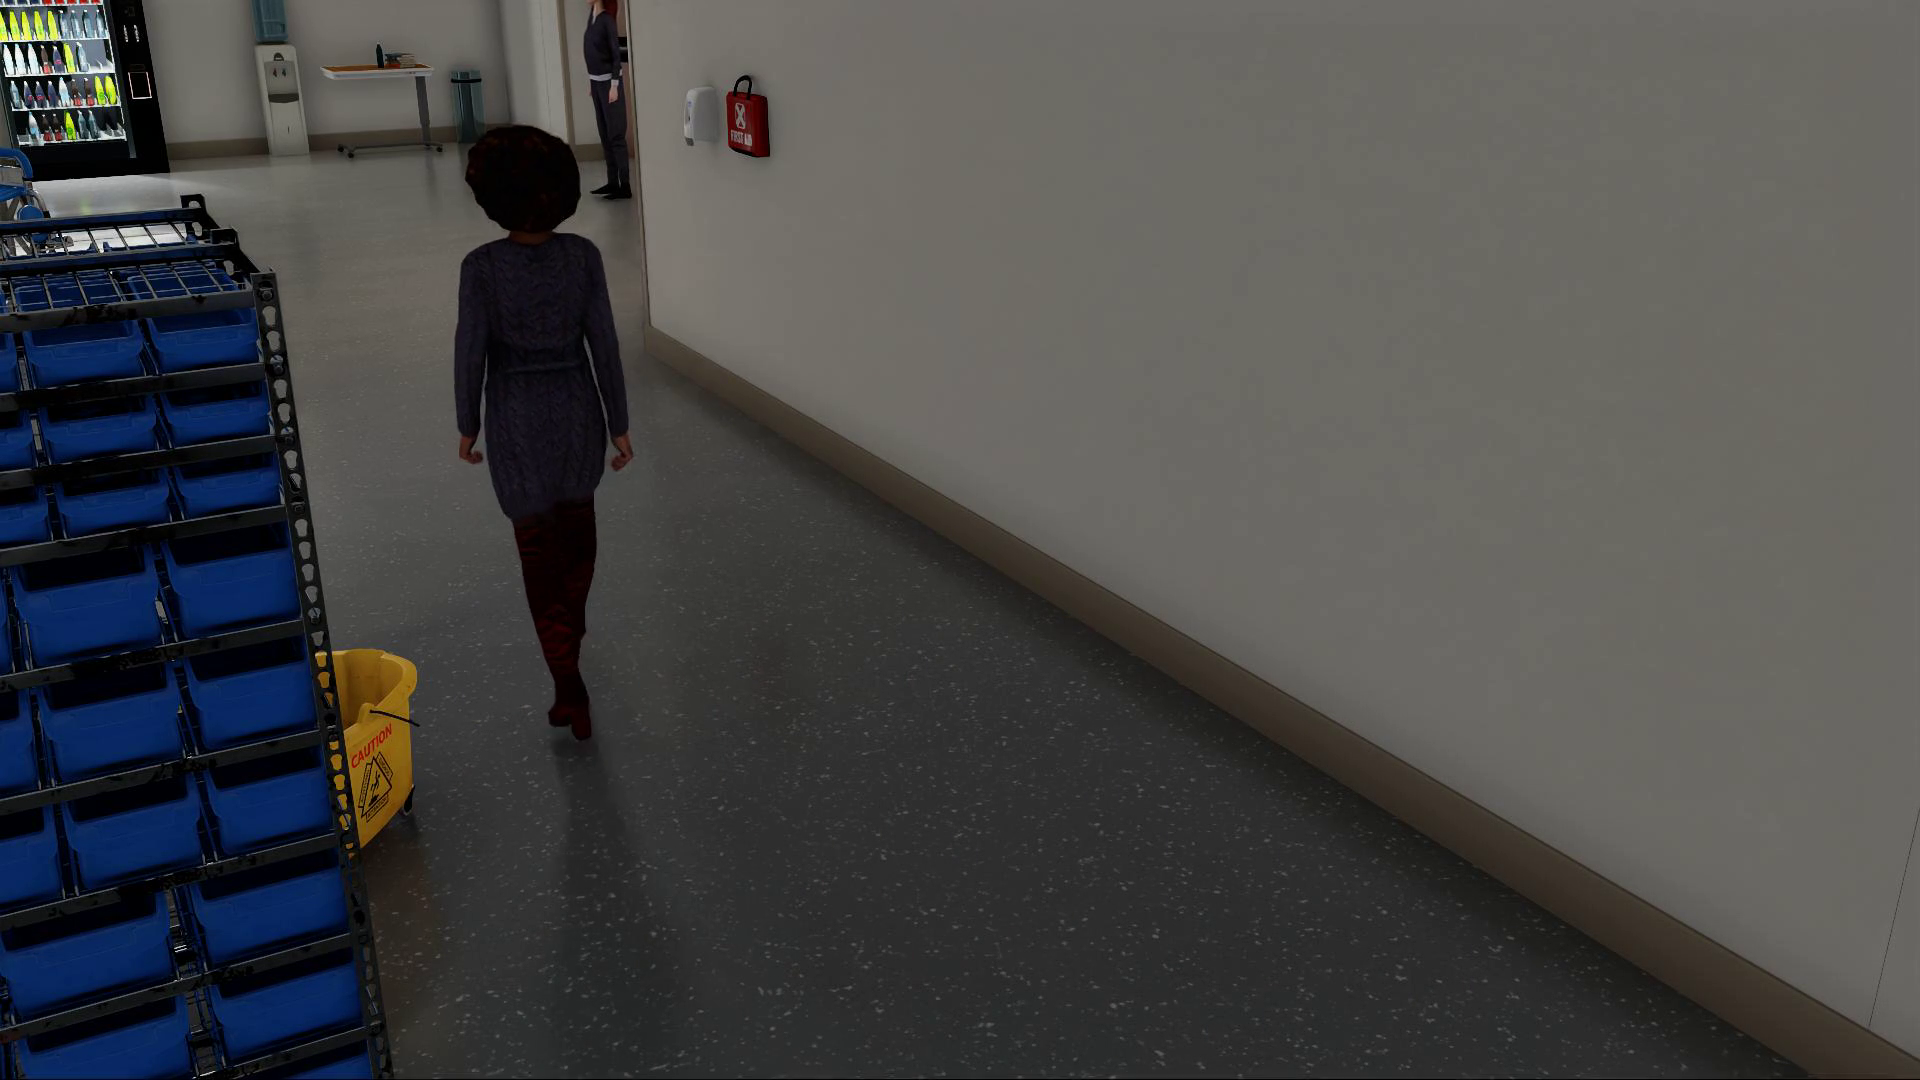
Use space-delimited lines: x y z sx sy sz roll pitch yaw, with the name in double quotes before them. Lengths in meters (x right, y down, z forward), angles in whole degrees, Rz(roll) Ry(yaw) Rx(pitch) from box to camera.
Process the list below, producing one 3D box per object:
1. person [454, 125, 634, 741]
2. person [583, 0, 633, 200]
"person" -1.141 -0.251 4.627 0.924 1.674 0.697 -10 23 -25
"person" -2.882 -3.688 13.554 0.501 1.779 0.600 -14 25 -32
